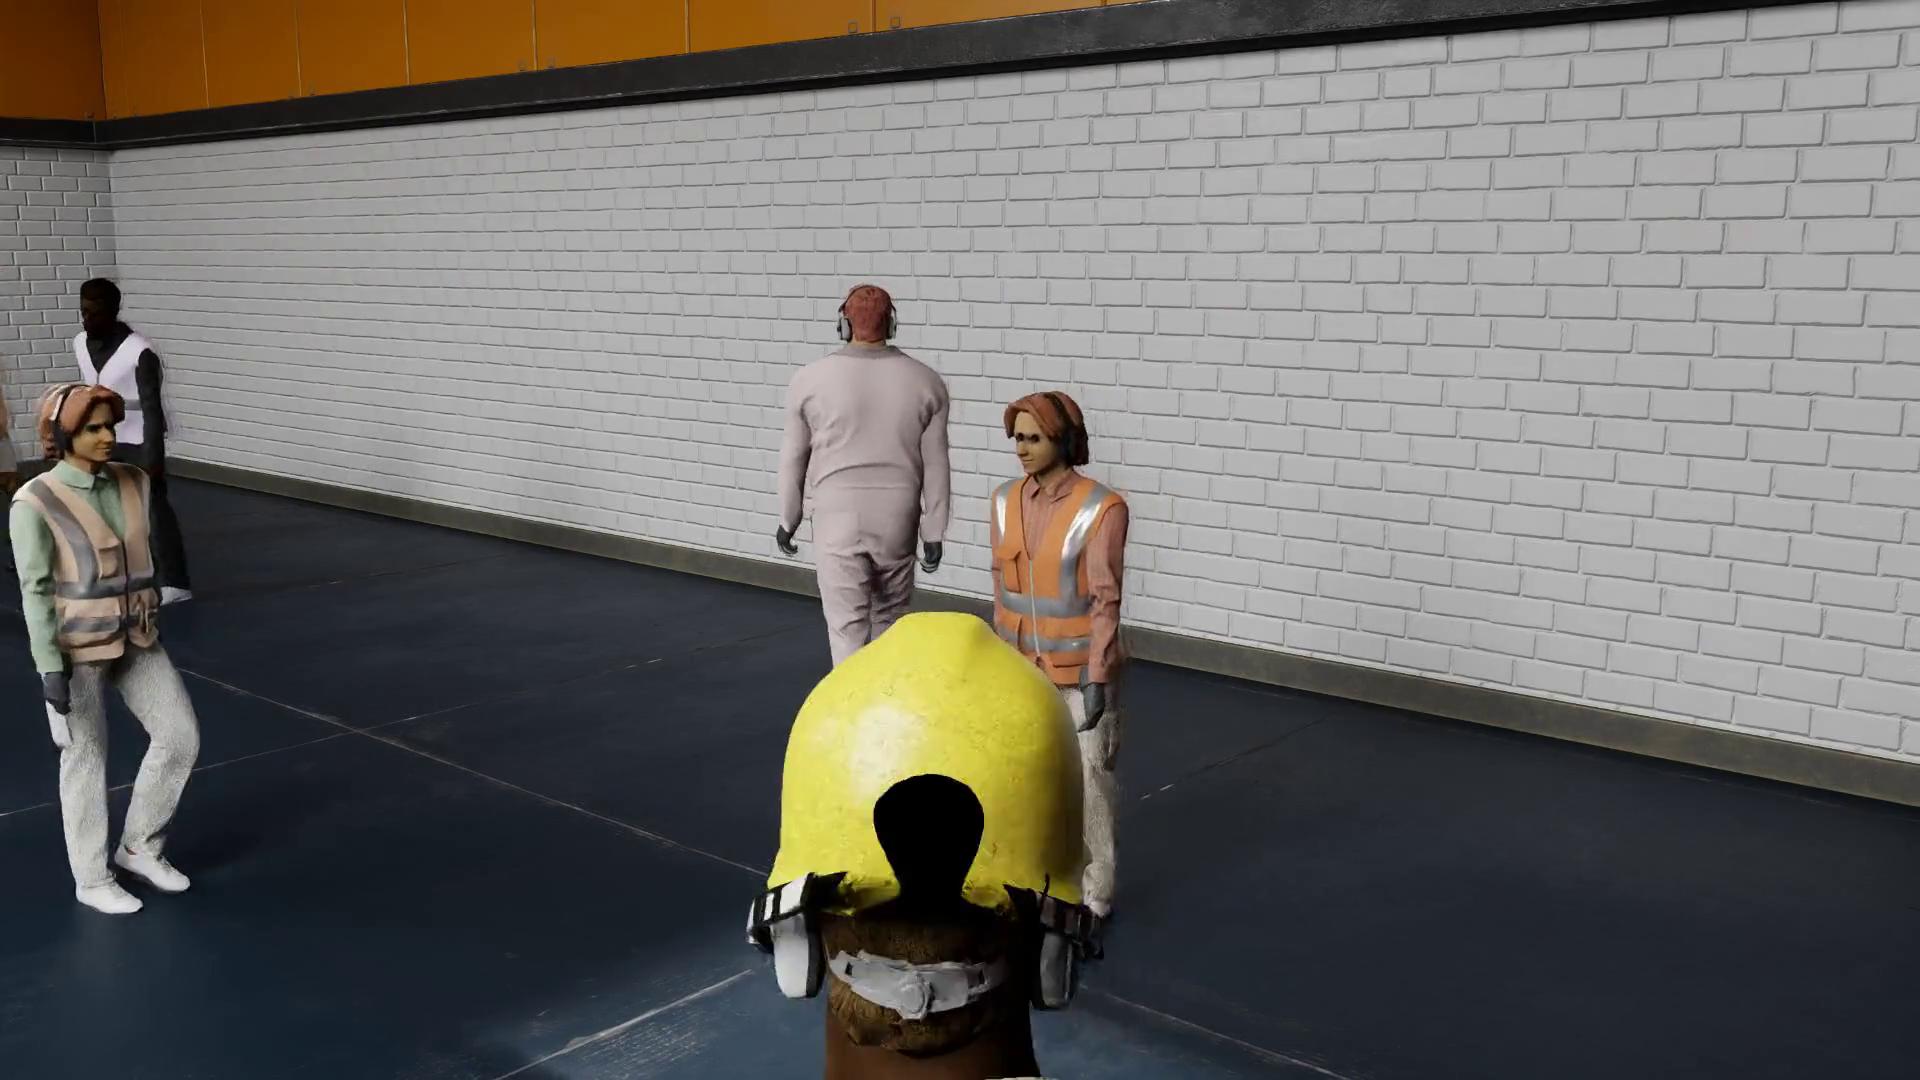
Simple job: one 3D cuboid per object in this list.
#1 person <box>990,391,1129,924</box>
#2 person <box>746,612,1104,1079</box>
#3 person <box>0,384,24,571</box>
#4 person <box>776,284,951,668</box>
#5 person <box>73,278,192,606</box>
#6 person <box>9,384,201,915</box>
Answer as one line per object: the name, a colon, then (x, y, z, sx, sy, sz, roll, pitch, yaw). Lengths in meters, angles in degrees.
person: (0.234, 0.392, 4.749, 0.534, 1.612, 0.676, 8, 13, 39)
person: (-0.011, 0.937, 1.200, 0.583, 1.776, 0.931, 1, 10, 4)
person: (-6.159, -0.710, 10.266, 1.006, 1.876, 0.566, -2, 10, -9)
person: (-0.402, -0.073, 6.682, 0.663, 1.875, 0.880, -2, 10, -14)
person: (-4.603, -0.513, 9.226, 0.629, 1.855, 0.694, 4, 11, 22)
person: (-2.557, 0.343, 5.003, 0.424, 1.622, 0.545, 3, 10, 18)
